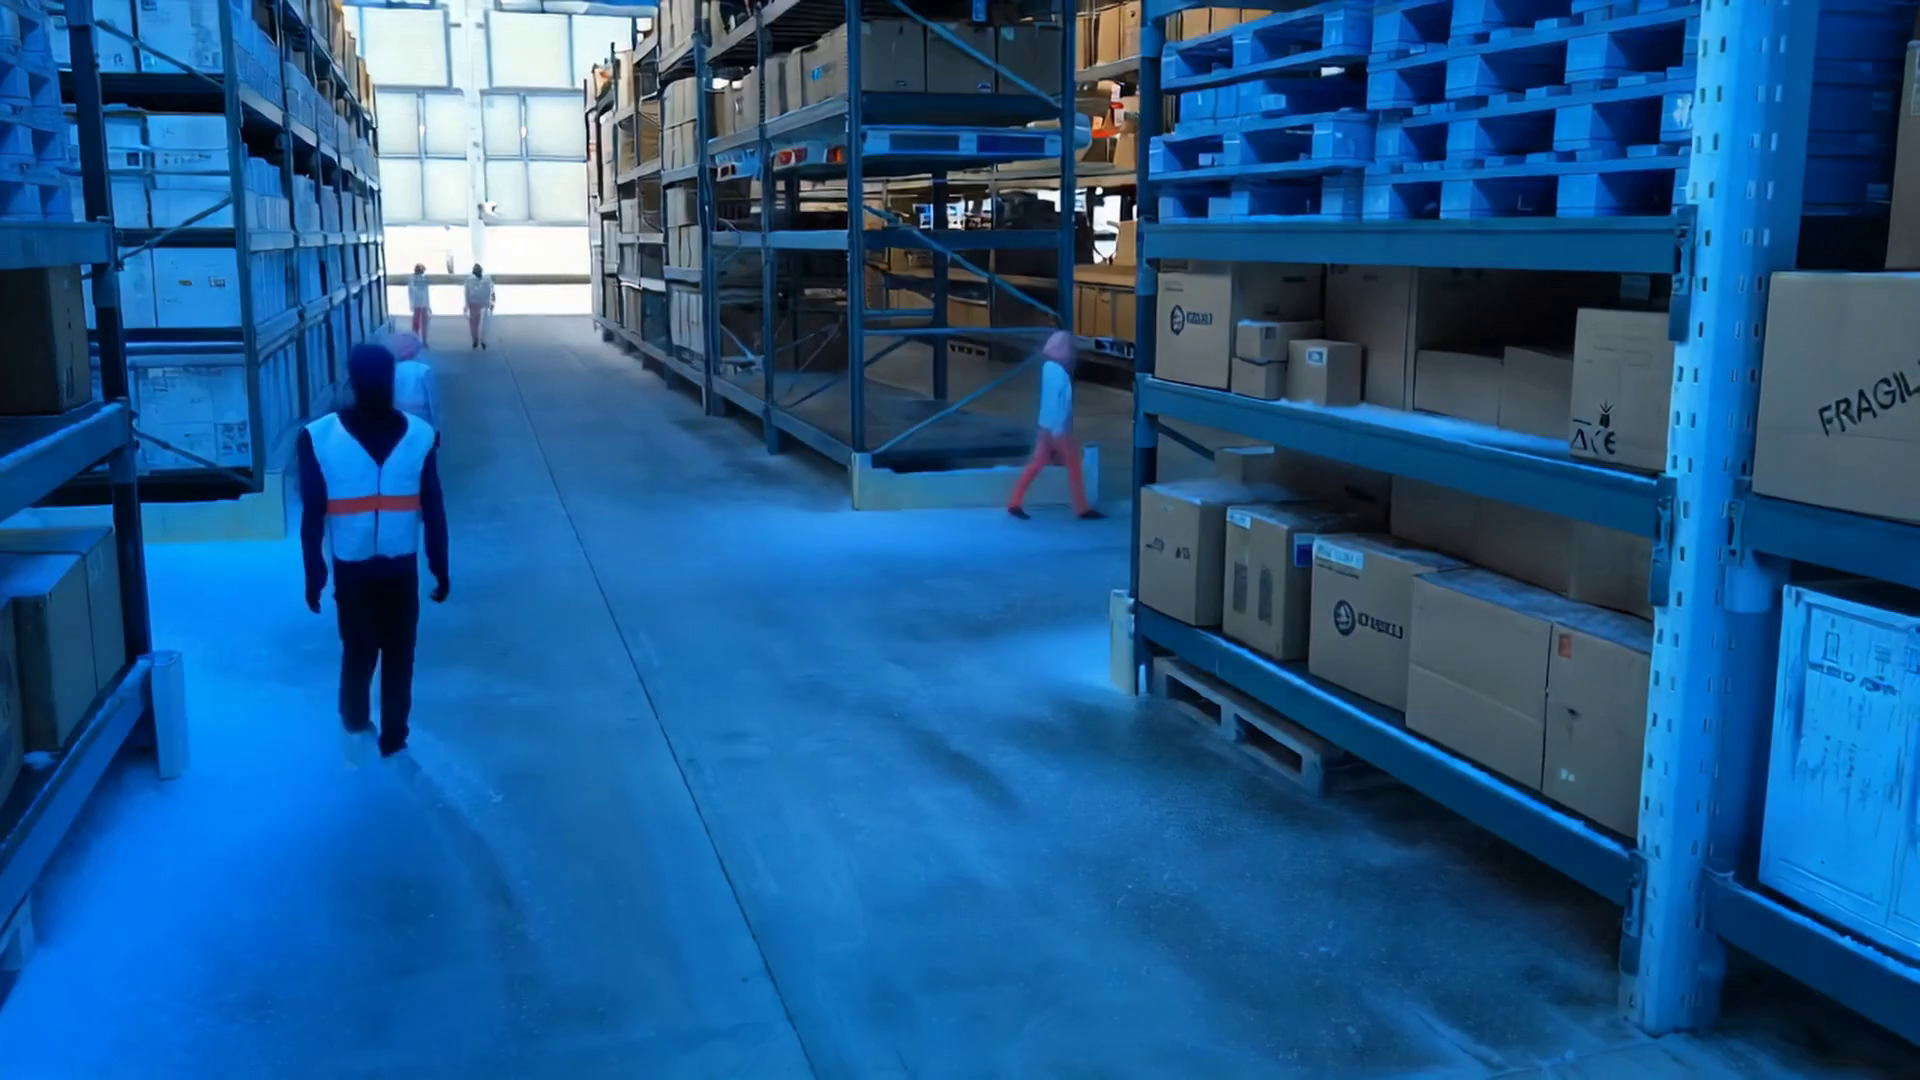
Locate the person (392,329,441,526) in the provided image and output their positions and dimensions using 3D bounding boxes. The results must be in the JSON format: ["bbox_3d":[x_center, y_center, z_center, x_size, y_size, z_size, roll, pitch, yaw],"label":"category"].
[{"bbox_3d":[-4.431,-0.882,13.345,0.528,1.618,0.622,4,11,19],"label":"person"}]

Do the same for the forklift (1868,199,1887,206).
[{"bbox_3d":[11.338,-2.915,21.052,1.129,2.768,1.873,-3,11,-17],"label":"forklift"}]

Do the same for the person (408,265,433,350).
[{"bbox_3d":[-11.251,-4.851,34.718,0.316,1.769,0.523,7,13,35],"label":"person"}]

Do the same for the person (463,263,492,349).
[{"bbox_3d":[-10.184,-4.940,35.092,0.596,1.810,0.751,-3,11,-16],"label":"person"}]

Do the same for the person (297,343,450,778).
[{"bbox_3d":[-2.514,0.102,7.189,0.613,1.901,0.447,-9,13,-39],"label":"person"}]

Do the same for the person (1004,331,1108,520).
[{"bbox_3d":[0.773,-0.936,13.754,0.853,1.591,0.499,-3,11,-14],"label":"person"}]
